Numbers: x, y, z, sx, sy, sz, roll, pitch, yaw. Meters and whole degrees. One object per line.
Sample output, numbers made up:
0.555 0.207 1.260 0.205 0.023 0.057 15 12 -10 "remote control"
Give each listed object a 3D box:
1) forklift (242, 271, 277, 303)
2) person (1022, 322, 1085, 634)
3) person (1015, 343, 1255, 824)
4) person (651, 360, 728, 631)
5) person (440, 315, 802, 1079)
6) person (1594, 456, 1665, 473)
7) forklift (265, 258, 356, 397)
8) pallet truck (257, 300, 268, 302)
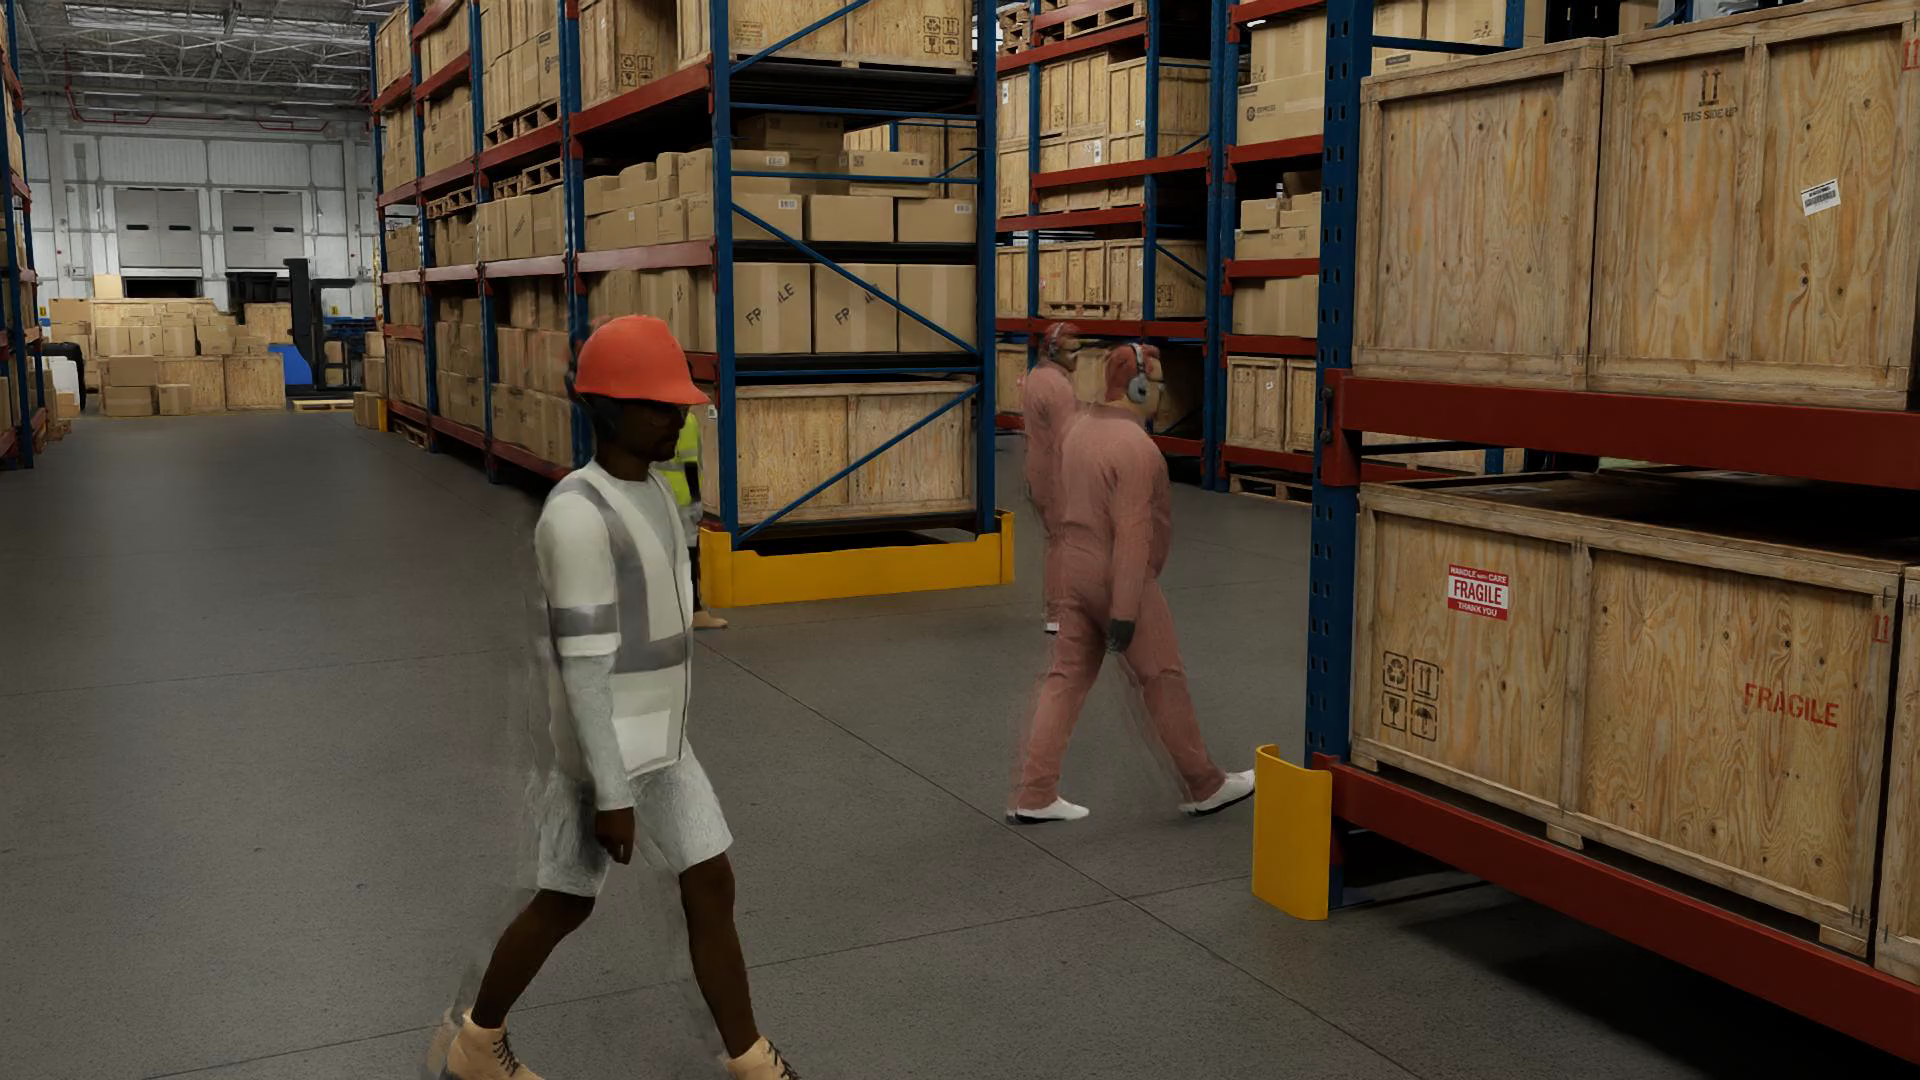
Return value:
-20.652 -6.547 49.238 1.873 2.768 1.129 6 10 37 "forklift"
0.650 -0.366 10.023 0.531 1.888 0.663 -1 8 -7 "person"
0.658 0.177 6.408 0.988 1.848 0.649 -4 9 -24 "person"
-1.744 -0.248 9.904 0.701 1.678 0.539 -4 9 -26 "person"
-0.823 0.466 3.966 1.059 1.993 0.630 2 8 13 "person"
2.800 0.092 7.158 0.960 1.806 0.583 -4 9 -23 "person"
-13.290 -4.266 33.509 1.873 2.768 1.129 -4 9 -26 "forklift"
-23.913 -7.404 58.171 1.885 1.965 0.823 -1 8 -9 "pallet truck"
